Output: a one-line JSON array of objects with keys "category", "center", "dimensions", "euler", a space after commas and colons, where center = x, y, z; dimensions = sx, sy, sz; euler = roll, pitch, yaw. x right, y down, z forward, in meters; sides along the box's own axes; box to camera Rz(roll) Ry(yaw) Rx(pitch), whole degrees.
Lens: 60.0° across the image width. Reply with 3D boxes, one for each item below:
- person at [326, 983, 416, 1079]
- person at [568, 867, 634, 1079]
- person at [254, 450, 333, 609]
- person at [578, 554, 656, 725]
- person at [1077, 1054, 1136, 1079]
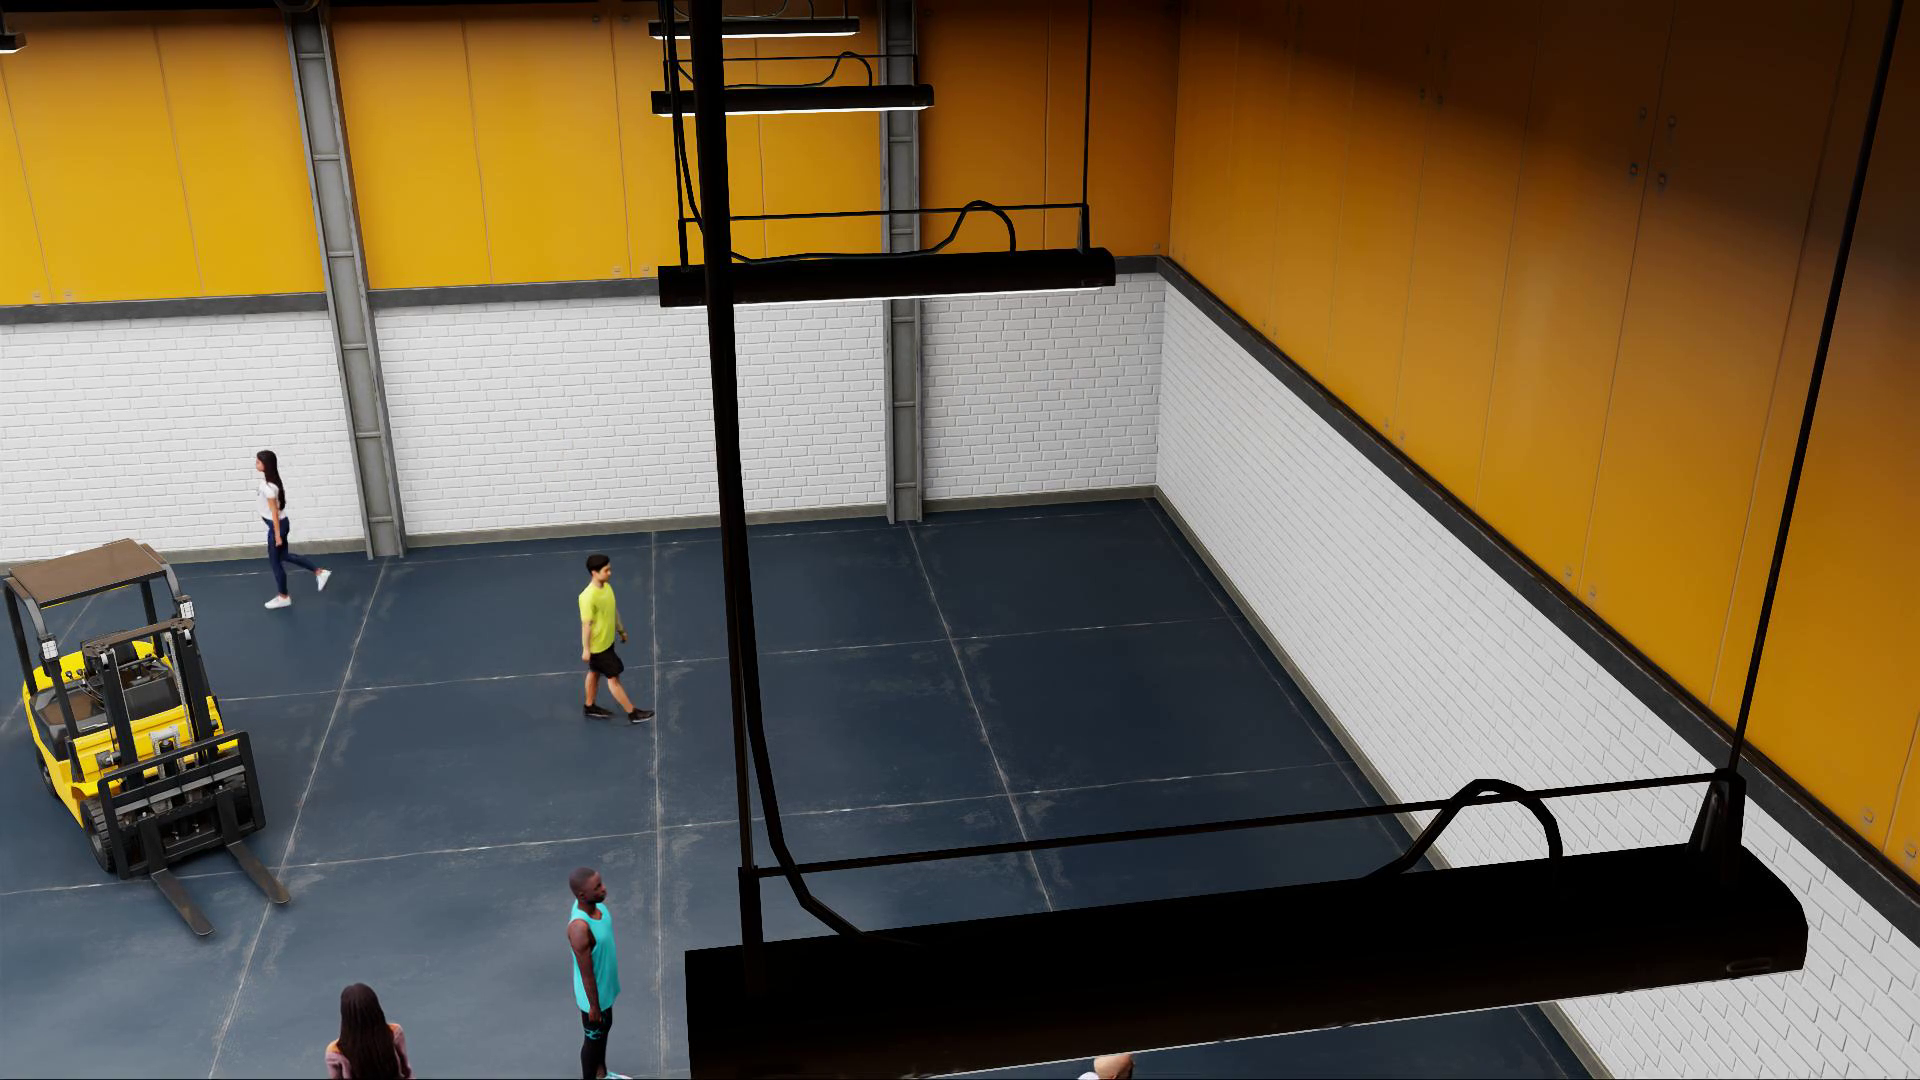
[{"category": "person", "center": [-3.340, 3.326, 9.597], "dimensions": [0.594, 1.809, 0.747], "euler": [-12, 26, -26]}, {"category": "person", "center": [-2.350, 2.862, 10.662], "dimensions": [0.567, 1.806, 0.620], "euler": [-1, 24, -1]}, {"category": "person", "center": [-7.108, -0.128, 17.564], "dimensions": [0.962, 1.759, 0.668], "euler": [-7, 25, -17]}, {"category": "person", "center": [-3.383, 0.915, 15.273], "dimensions": [1.061, 1.682, 0.841], "euler": [3, 24, 7]}, {"category": "person", "center": [0.798, 3.521, 9.175], "dimensions": [0.603, 1.791, 0.667], "euler": [-7, 25, -16]}]
